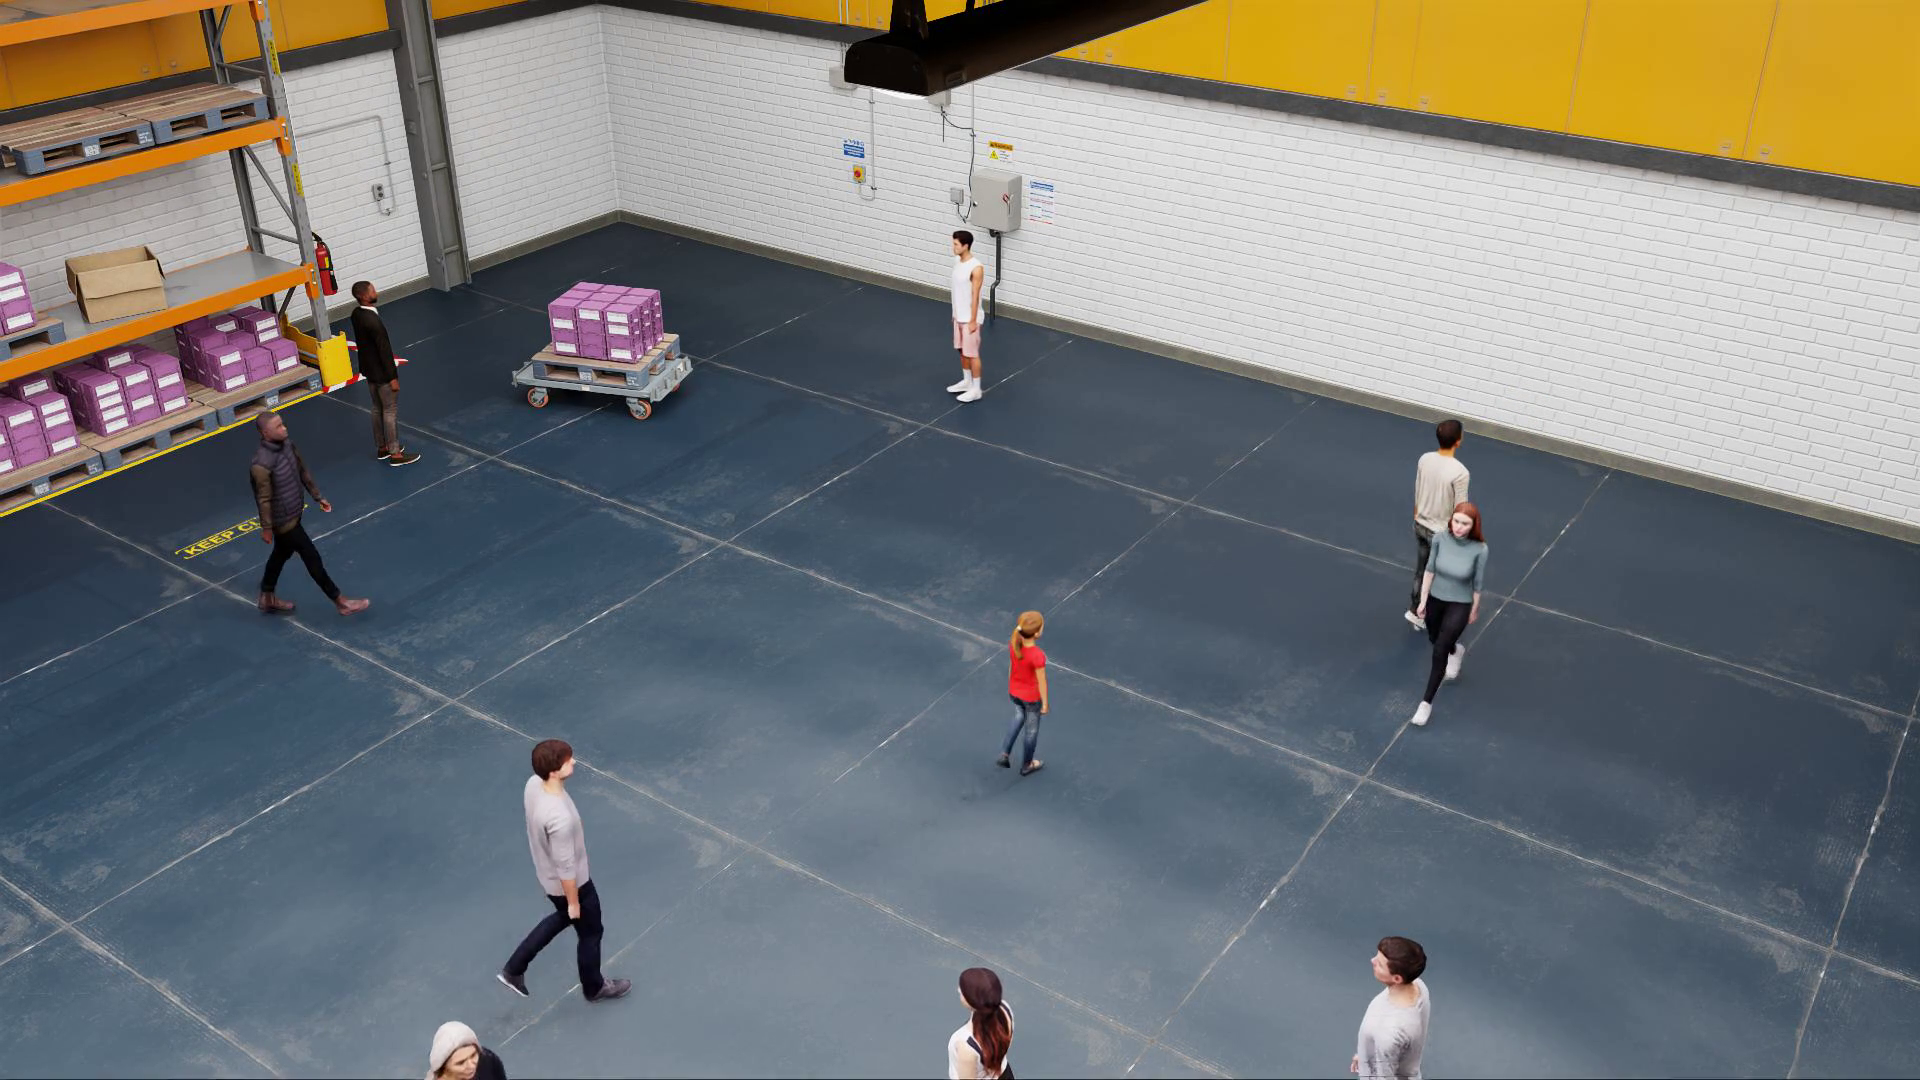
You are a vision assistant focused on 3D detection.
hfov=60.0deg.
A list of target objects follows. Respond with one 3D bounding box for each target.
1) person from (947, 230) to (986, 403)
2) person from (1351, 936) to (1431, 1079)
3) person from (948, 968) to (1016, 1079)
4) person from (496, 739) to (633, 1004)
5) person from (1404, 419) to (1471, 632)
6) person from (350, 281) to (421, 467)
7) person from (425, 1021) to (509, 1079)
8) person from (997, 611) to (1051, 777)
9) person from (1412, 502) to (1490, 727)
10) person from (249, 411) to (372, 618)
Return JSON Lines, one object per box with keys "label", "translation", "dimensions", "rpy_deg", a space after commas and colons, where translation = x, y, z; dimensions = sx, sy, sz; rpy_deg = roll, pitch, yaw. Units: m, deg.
{"label": "person", "translation": [0.095, -2.300, 16.967], "dimensions": [0.741, 1.780, 0.737], "rpy_deg": [-13, 31, -23]}
{"label": "person", "translation": [2.107, 2.642, 7.857], "dimensions": [0.703, 1.828, 0.849], "rpy_deg": [17, 33, 28]}
{"label": "person", "translation": [0.122, 2.690, 7.959], "dimensions": [0.613, 1.647, 0.469], "rpy_deg": [17, 33, 28]}
{"label": "person", "translation": [-2.287, 1.889, 9.240], "dimensions": [1.071, 1.826, 0.907], "rpy_deg": [-15, 32, -26]}
{"label": "person", "translation": [3.634, -0.067, 12.846], "dimensions": [0.805, 1.807, 0.789], "rpy_deg": [-18, 33, -30]}
{"label": "person", "translation": [-5.454, -1.571, 15.611], "dimensions": [0.621, 1.800, 0.695], "rpy_deg": [-25, 37, -38]}
{"label": "person", "translation": [-2.253, 2.831, 7.614], "dimensions": [0.650, 1.730, 0.667], "rpy_deg": [17, 33, 28]}
{"label": "person", "translation": [0.403, 1.071, 11.292], "dimensions": [0.645, 1.297, 0.547], "rpy_deg": [-25, 37, -38]}
{"label": "person", "translation": [3.539, 0.458, 11.980], "dimensions": [0.588, 1.713, 1.104], "rpy_deg": [20, 34, 32]}
{"label": "person", "translation": [-5.372, -0.170, 13.059], "dimensions": [1.202, 1.784, 1.233], "rpy_deg": [0, 29, 0]}
